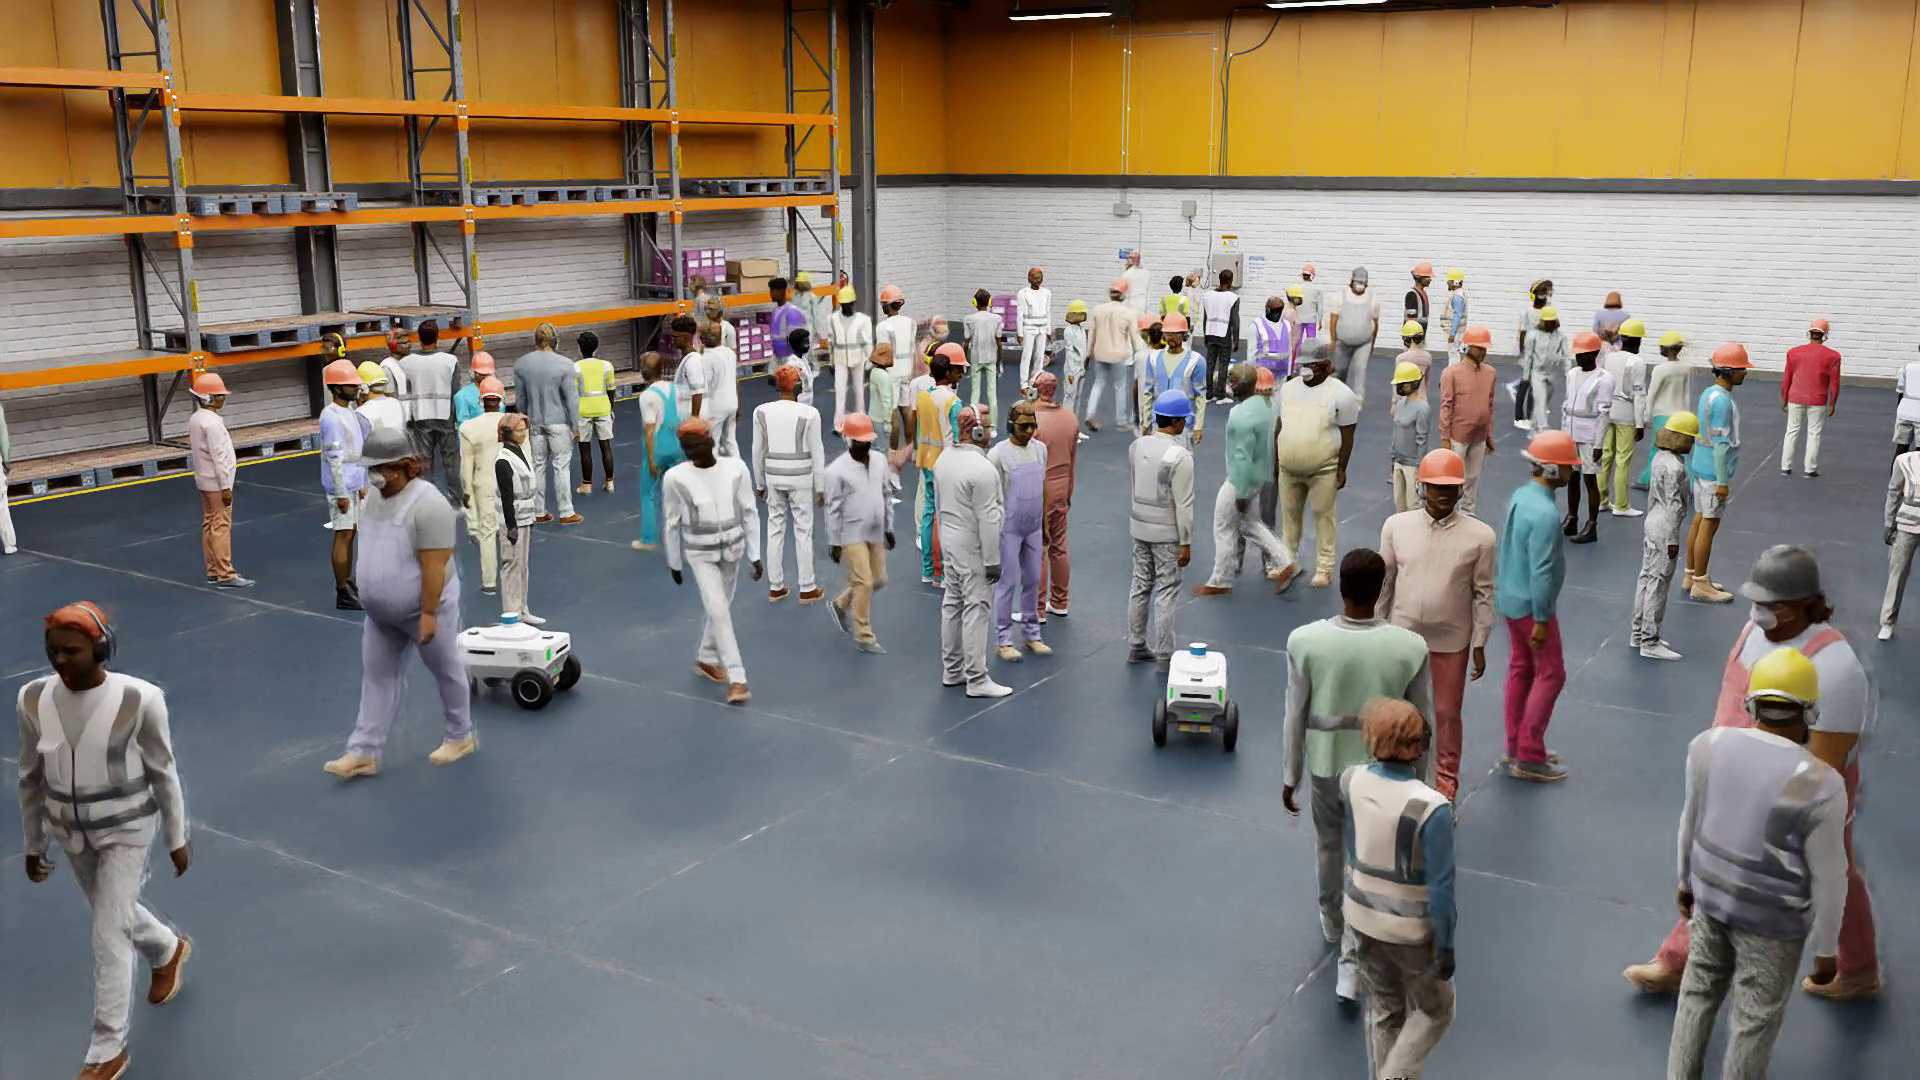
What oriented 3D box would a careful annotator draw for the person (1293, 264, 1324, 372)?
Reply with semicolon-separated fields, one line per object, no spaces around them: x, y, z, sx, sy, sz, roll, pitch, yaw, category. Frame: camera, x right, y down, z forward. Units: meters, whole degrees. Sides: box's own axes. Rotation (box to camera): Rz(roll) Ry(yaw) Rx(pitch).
5.622;-3.593;27.024;0.572;1.747;0.344;6;14;24;person

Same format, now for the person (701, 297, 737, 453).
-2.871;-1.959;19.727;0.509;1.845;0.329;8;15;31;person

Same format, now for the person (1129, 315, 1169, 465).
2.129;-1.673;18.772;0.612;1.705;0.622;-9;16;-34;person

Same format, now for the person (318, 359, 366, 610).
-4.742;-0.431;12.900;0.373;1.939;0.545;-2;13;-7;person

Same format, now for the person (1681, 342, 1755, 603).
5.980;-0.537;13.127;0.377;2.045;0.605;3;13;13;person

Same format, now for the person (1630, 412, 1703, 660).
4.964;-0.041;11.655;0.324;1.734;0.493;2;13;9;person

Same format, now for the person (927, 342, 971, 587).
-0.113;-0.617;13.586;0.391;1.990;0.621;-3;13;-14;person

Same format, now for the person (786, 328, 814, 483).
-1.706;-1.397;17.615;0.317;1.696;0.540;1;13;5;person

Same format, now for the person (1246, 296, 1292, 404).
3.713;-1.988;19.879;0.621;1.838;0.429;-6;14;-24;person

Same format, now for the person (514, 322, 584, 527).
-3.883;-1.085;15.737;0.635;1.937;0.352;4;13;15;person

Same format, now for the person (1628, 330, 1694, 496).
7.299;-1.293;17.100;0.532;1.728;0.882;-8;15;-30;person

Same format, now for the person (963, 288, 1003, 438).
0.287;-2.196;20.739;0.508;1.860;0.334;-1;13;-3;person

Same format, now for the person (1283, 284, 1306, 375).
4.527;-2.600;22.689;0.330;1.765;0.533;4;14;18;person

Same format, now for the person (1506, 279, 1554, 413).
7.886;-2.688;22.921;0.535;1.839;0.679;-8;15;-31;person

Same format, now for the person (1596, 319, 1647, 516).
6.470;-1.194;16.236;0.371;1.926;0.584;-5;14;-20;person

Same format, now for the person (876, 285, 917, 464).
-0.756;-1.853;18.836;0.385;2.045;0.605;10;17;38;person

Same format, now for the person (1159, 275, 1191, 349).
3.280;-3.170;25.311;0.535;1.697;0.318;9;16;35;person

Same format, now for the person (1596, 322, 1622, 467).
7.384;-1.639;18.801;0.546;1.621;0.562;-10;16;-37;person

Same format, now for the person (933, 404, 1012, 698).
0.089;0.066;10.810;0.401;1.910;0.640;-7;15;-28;person

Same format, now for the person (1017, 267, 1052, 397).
1.090;-3.036;24.320;0.587;1.882;0.341;-8;15;-30;person

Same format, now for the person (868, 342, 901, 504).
-0.787;-1.191;16.864;0.283;1.633;0.501;-4;13;-16;person

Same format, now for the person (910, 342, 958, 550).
-0.208;-0.836;14.818;0.514;1.868;0.328;-10;16;-36;person

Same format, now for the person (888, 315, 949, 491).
-0.367;-1.429;17.396;0.826;1.867;0.650;1;13;4;person

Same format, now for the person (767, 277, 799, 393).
-2.276;-2.440;21.595;0.453;1.945;0.597;-9;16;-35;person

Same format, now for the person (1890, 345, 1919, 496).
9.775;-1.237;16.948;0.320;1.686;0.539;-6;14;-24;person

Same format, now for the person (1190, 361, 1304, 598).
2.276;-0.454;13.063;0.822;1.910;0.647;5;14;22;person

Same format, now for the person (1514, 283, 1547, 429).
7.416;-2.366;21.467;0.513;1.862;0.328;-8;15;-30;person

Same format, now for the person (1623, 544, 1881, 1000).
3.357;0.934;6.755;1.083;2.000;0.693;-2;13;-10;person

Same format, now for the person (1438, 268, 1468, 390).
7.400;-3.160;24.967;0.403;1.834;0.586;4;14;16;person

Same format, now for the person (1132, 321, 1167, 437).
1.949;-1.259;16.680;0.341;1.857;0.521;-13;18;-43;person

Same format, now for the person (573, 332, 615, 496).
-3.819;-1.306;17.224;0.541;1.695;0.316;-9;16;-35;person

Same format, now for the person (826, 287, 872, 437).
-1.392;-2.241;20.919;0.596;1.865;1.024;2;13;7;person

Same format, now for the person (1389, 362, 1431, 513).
3.822;-0.646;14.244;0.338;1.756;0.532;-3;13;-13;person

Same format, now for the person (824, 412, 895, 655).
-0.739;-0.069;11.804;0.589;1.723;0.573;11;17;40;person

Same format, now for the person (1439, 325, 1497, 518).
4.573;-0.942;14.993;0.611;1.995;0.376;-7;15;-26;person

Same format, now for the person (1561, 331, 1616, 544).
5.644;-0.937;15.119;0.381;1.928;0.546;-5;14;-22;person

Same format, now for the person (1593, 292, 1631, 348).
9.233;-2.717;23.585;0.510;1.587;0.850;8;15;32;person

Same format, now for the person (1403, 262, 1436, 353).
6.343;-2.823;23.051;0.387;2.041;0.607;8;15;32;person

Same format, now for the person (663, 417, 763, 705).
-1.592;0.115;10.768;0.567;1.831;0.891;-7;15;-28;person
